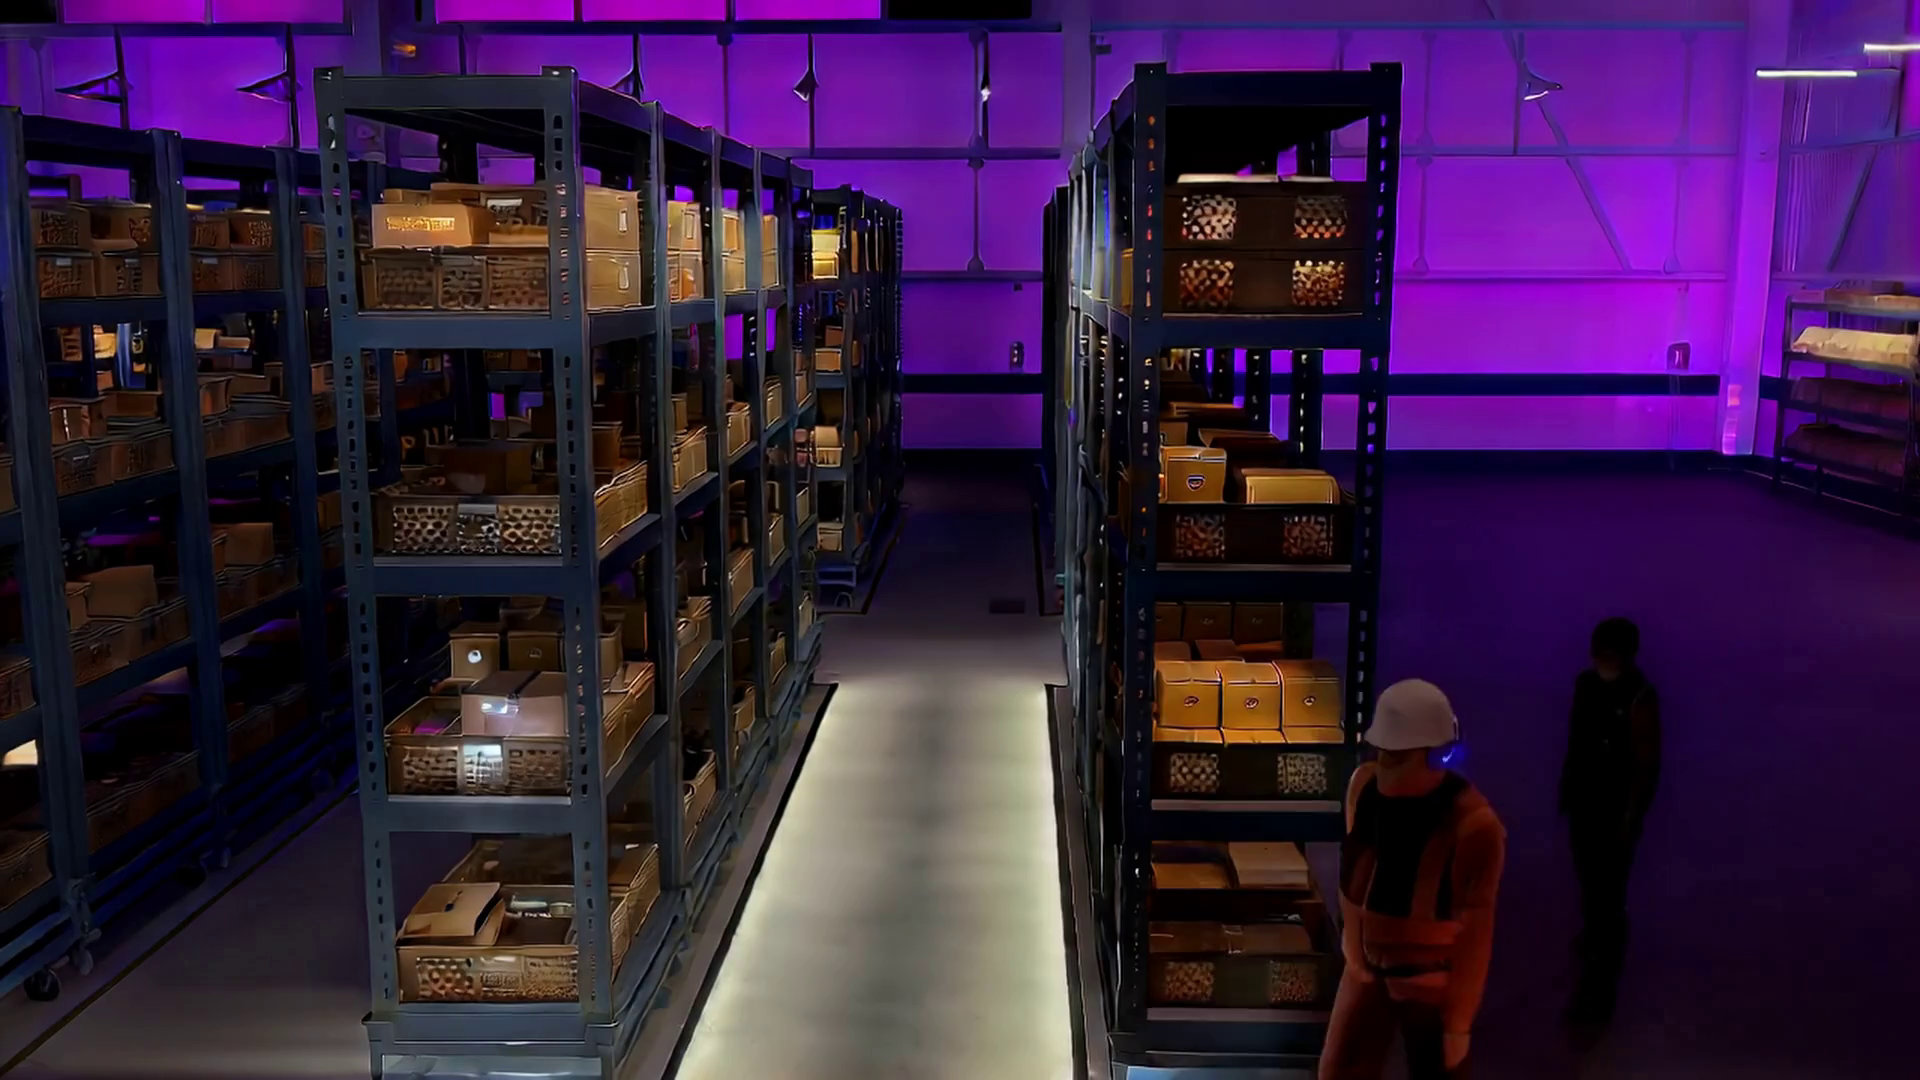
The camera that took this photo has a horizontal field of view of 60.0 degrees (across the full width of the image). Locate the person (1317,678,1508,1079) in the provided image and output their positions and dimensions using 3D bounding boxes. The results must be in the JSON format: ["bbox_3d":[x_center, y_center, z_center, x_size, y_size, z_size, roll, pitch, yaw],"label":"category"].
[{"bbox_3d":[1.265,1.298,4.956,0.773,1.801,0.626,-6,11,-32],"label":"person"}]
